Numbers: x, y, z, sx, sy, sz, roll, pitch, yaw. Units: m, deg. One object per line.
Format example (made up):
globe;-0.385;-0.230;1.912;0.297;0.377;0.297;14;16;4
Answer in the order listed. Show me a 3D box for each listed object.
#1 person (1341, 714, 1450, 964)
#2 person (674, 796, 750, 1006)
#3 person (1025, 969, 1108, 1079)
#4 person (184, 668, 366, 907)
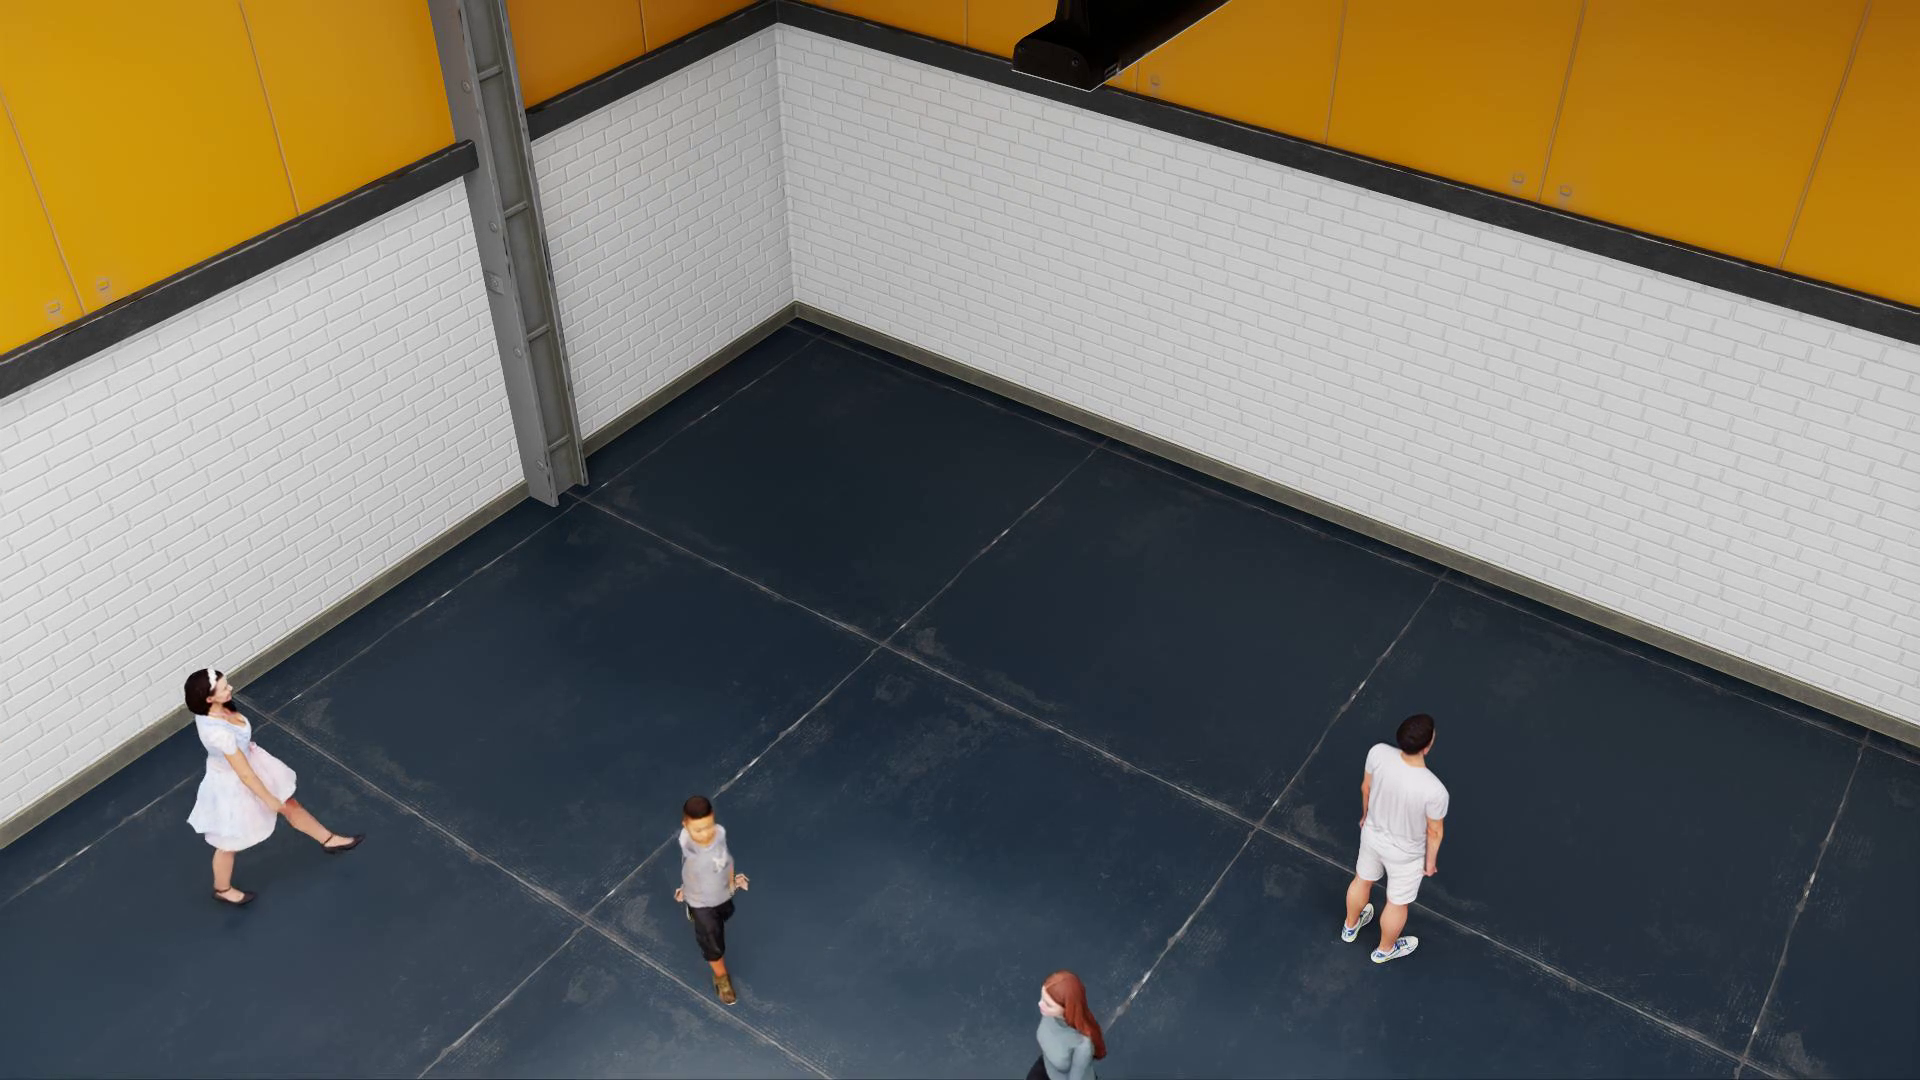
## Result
person;2.431;1.664;9.307;0.662;1.856;0.732;-28;47;-31
person;-1.441;1.888;9.370;1.030;1.428;0.964;-15;41;-18
person;0.593;2.646;8.179;0.760;1.730;0.725;-17;42;-20
person;-4.250;1.489;9.598;1.246;1.768;1.015;-18;42;-21
